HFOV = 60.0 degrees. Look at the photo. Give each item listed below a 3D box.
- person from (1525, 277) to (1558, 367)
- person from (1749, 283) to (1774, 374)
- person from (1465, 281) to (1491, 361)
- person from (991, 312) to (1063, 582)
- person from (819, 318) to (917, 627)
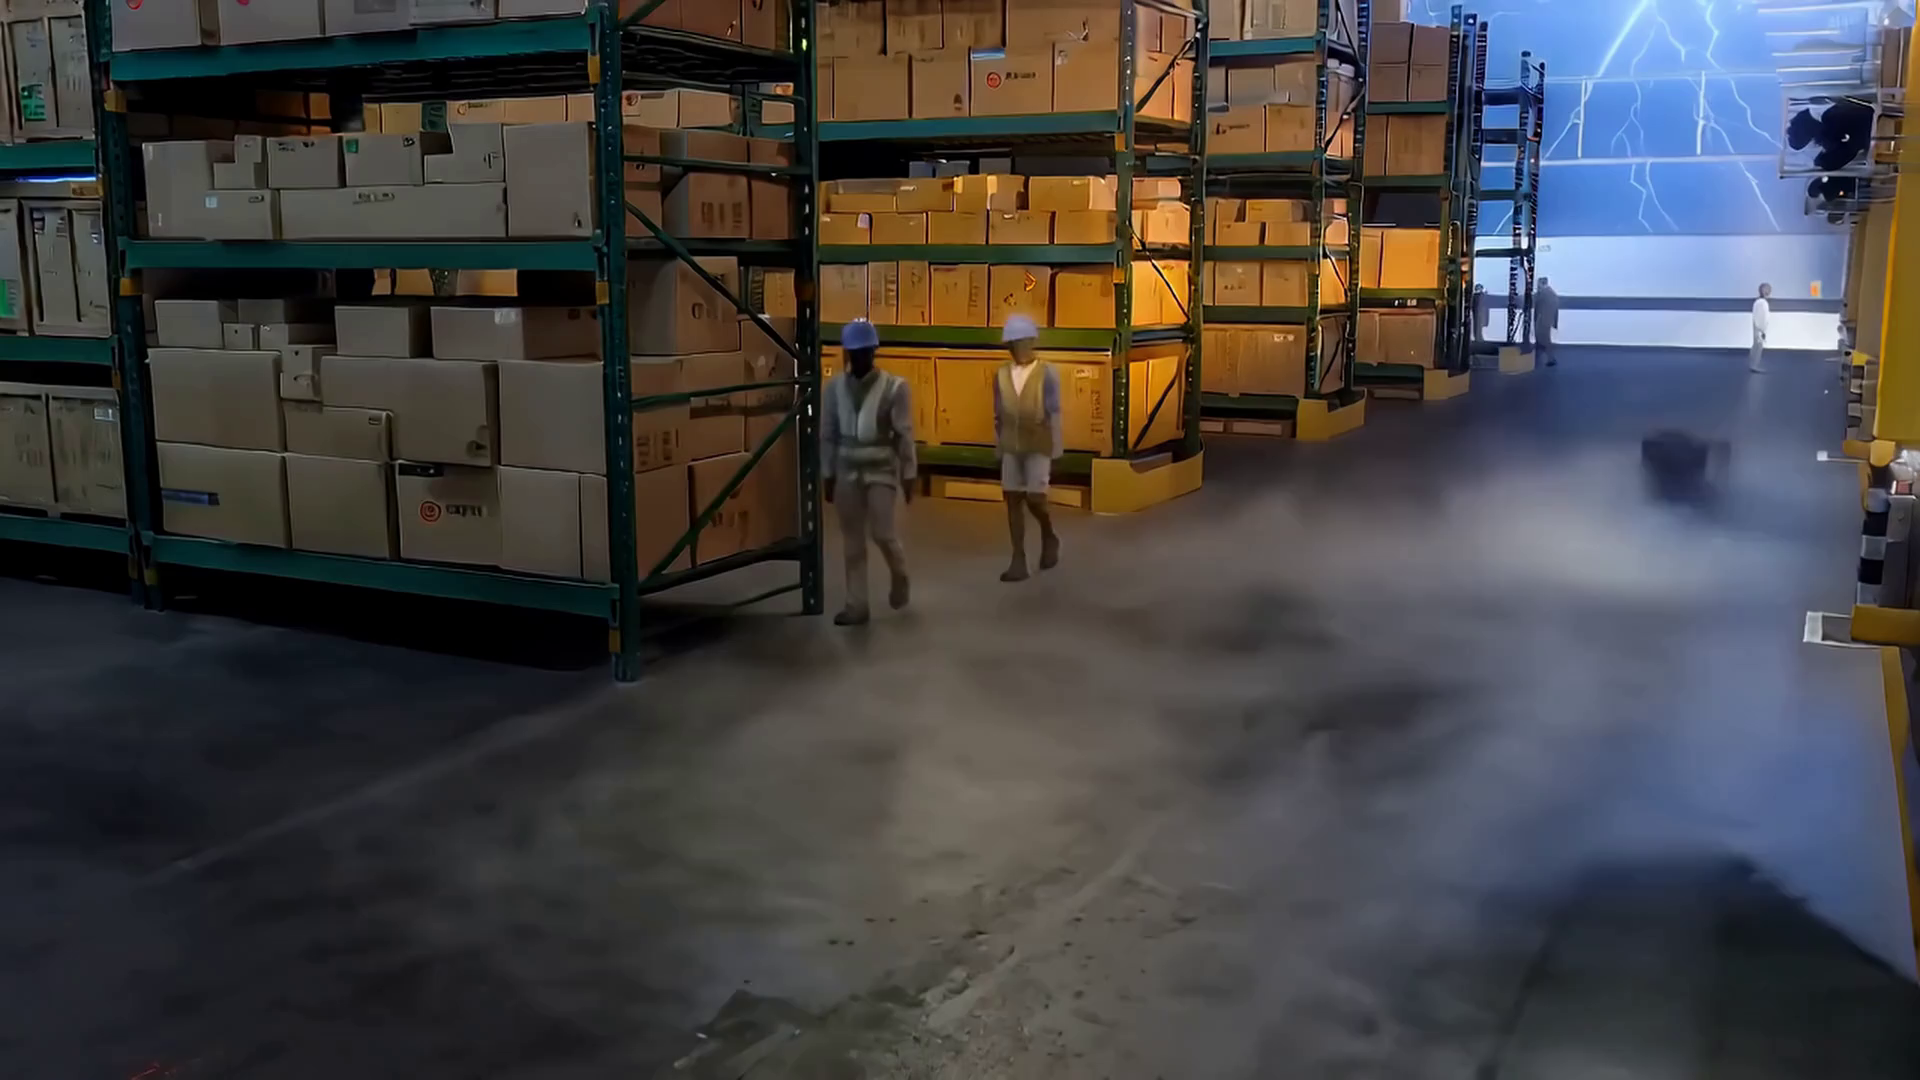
[{"bbox_3d":[12.015,-4.498,34.305,0.635,1.843,1.005,-8,13,-39],"label":"person"},{"bbox_3d":[15.496,-4.084,32.148,0.330,1.751,0.565,2,10,12],"label":"person"},{"bbox_3d":[11.189,-4.744,36.093,0.507,1.709,0.790,-6,12,-32],"label":"person"},{"bbox_3d":[0.487,-0.662,11.859,0.561,1.918,0.500,6,11,31],"label":"person"},{"bbox_3d":[-0.573,-0.427,10.453,0.615,1.935,0.533,4,10,21],"label":"person"}]
